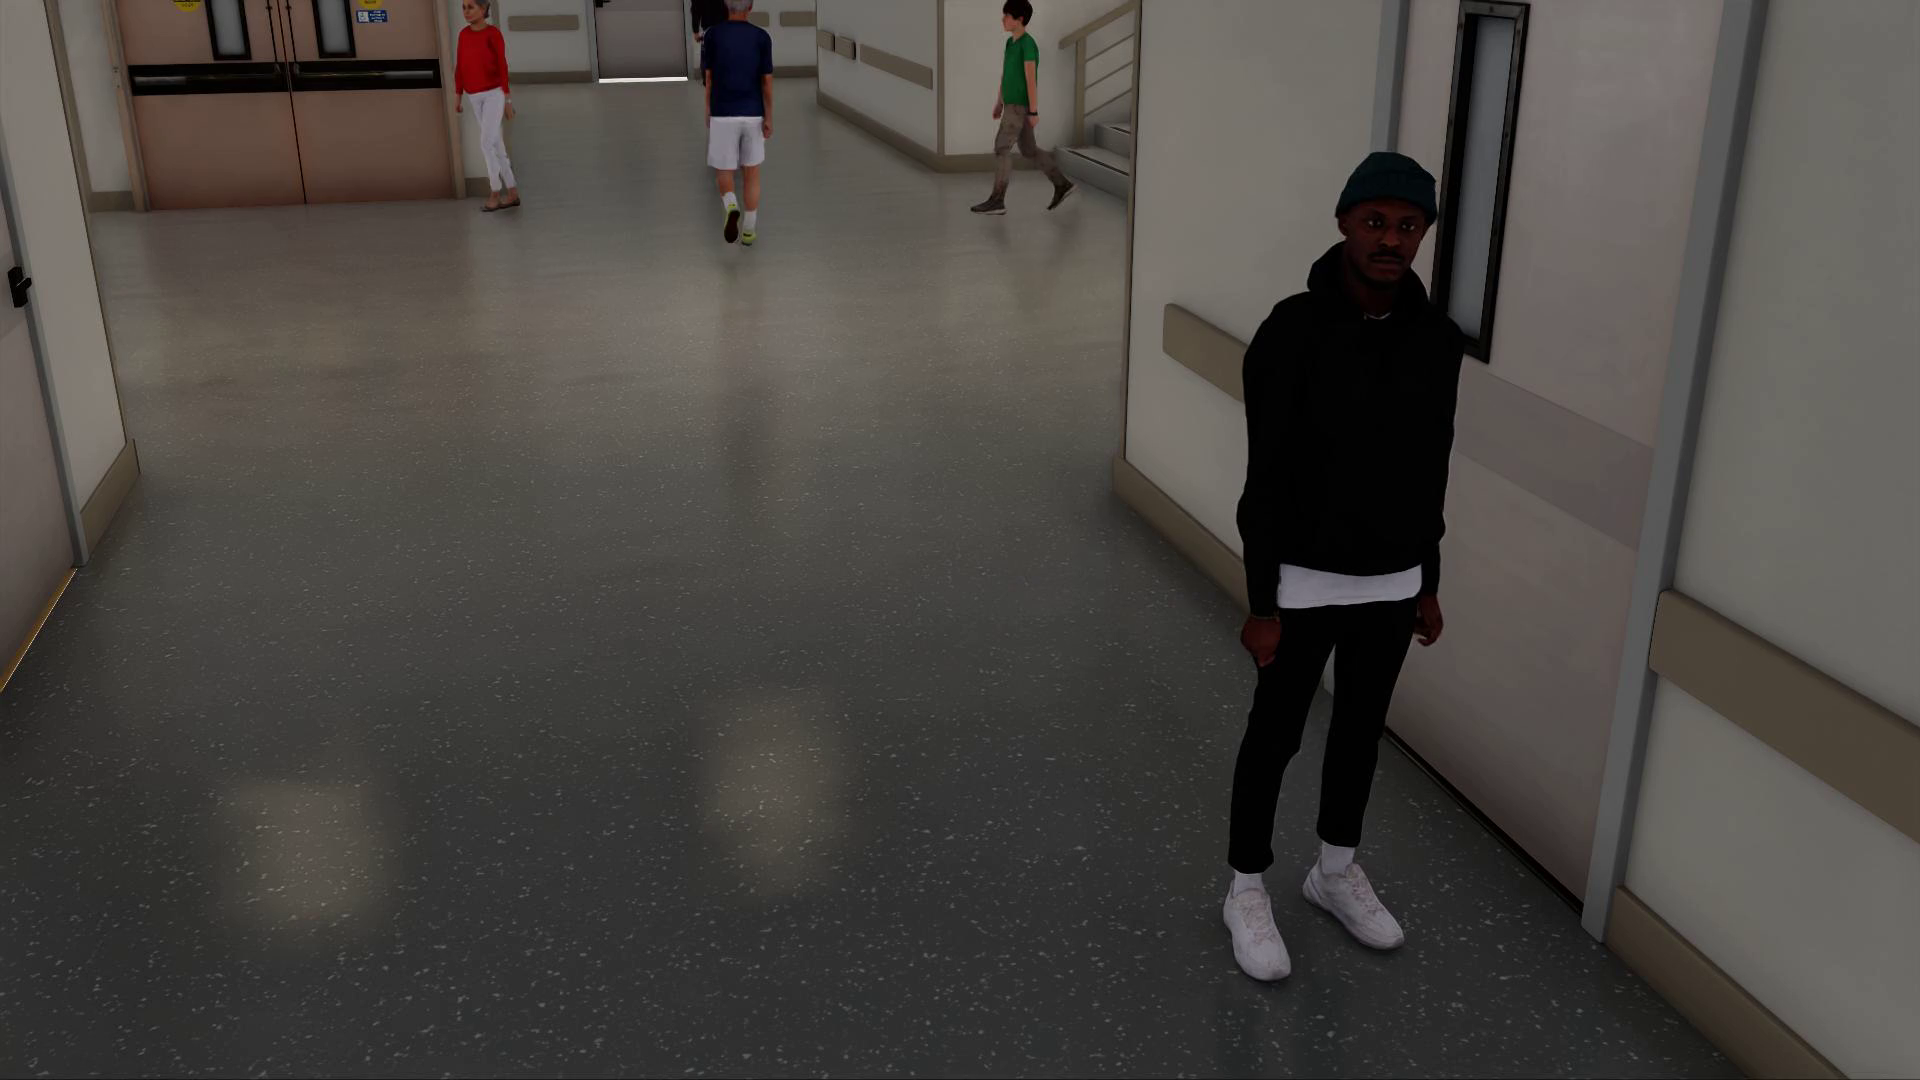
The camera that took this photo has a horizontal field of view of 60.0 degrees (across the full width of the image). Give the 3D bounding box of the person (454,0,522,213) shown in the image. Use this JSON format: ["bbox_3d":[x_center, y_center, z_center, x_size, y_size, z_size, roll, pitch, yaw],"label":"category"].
[{"bbox_3d":[-3.672,-3.460,13.147,0.824,1.675,0.865,8,22,21],"label":"person"}]

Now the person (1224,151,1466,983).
[{"bbox_3d":[0.823,0.066,3.638,0.533,1.817,0.738,-7,22,-17],"label":"person"}]

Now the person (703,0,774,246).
[{"bbox_3d":[-1.540,-2.915,11.518,0.934,1.810,0.741,-4,21,-9],"label":"person"}]

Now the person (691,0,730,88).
[{"bbox_3d":[-2.875,-6.075,19.803,0.710,1.850,0.894,-1,21,-3],"label":"person"}]

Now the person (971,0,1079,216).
[{"bbox_3d":[0.548,-3.345,12.920,1.114,1.620,0.608,-5,21,-12],"label":"person"}]
